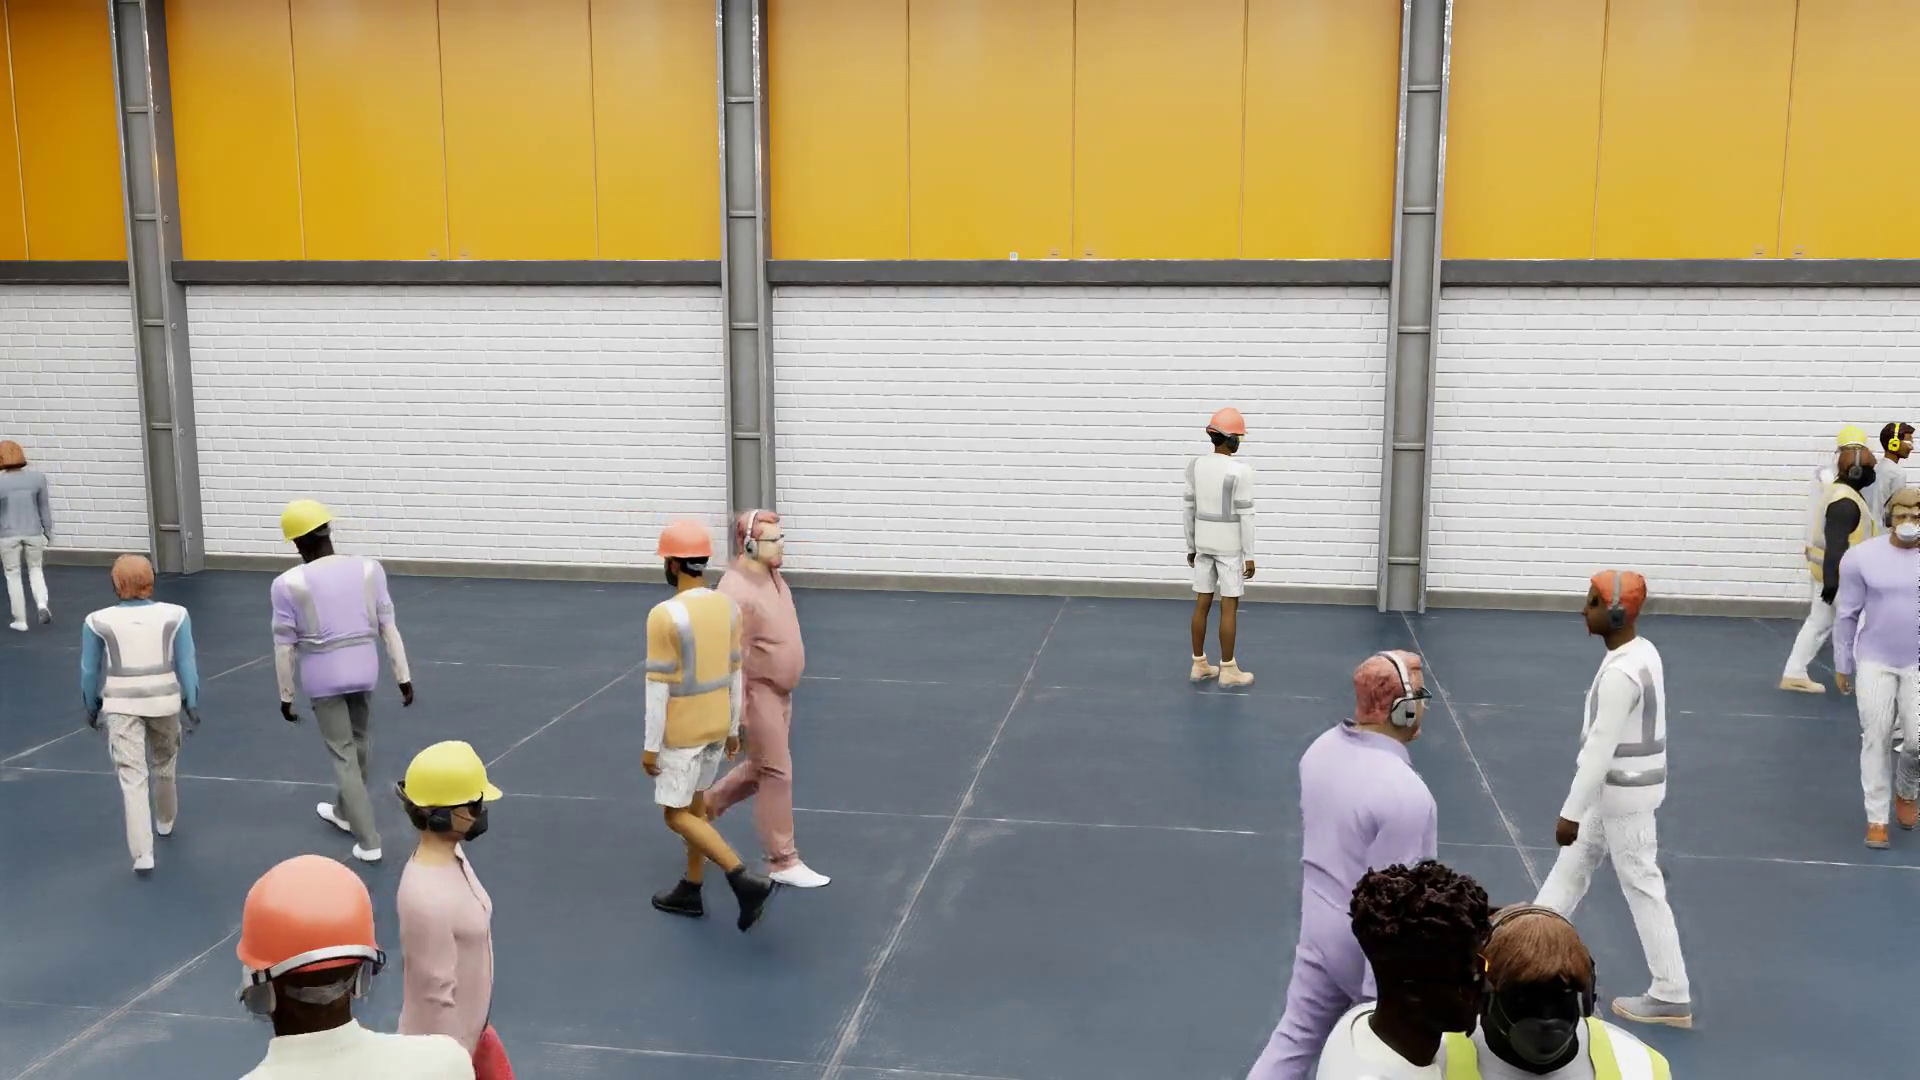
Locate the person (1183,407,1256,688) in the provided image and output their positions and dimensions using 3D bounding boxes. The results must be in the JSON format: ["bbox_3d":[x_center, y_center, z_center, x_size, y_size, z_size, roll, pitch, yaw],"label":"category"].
[{"bbox_3d":[1.922,0.051,12.175,0.382,2.041,0.616,-8,12,-42],"label":"person"}]

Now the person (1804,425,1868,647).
[{"bbox_3d":[7.059,-0.013,13.285,0.614,1.810,0.516,3,10,19],"label":"person"}]

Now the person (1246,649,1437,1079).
[{"bbox_3d":[1.233,1.263,5.291,0.990,1.862,0.660,-3,10,-16],"label":"person"}]

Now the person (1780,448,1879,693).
[{"bbox_3d":[6.295,0.251,11.715,0.874,1.798,0.651,4,10,25],"label":"person"}]

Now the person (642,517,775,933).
[{"bbox_3d":[-1.153,0.856,7.589,0.728,1.920,0.543,6,11,31],"label":"person"}]

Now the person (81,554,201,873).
[{"bbox_3d":[-4.213,0.863,8.565,0.532,1.589,0.896,-5,11,-29],"label":"person"}]

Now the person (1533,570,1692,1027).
[{"bbox_3d":[2.571,1.027,6.794,0.982,1.830,0.606,5,10,26],"label":"person"}]

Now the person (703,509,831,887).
[{"bbox_3d":[-1.048,0.772,8.229,0.787,1.884,0.650,2,9,12],"label":"person"}]

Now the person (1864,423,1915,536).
[{"bbox_3d":[7.188,0.017,12.942,0.336,1.864,0.521,0,9,0],"label":"person"}]

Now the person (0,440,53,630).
[{"bbox_3d":[-7.913,-0.034,13.989,0.517,1.616,0.394,-9,13,-44],"label":"person"}]

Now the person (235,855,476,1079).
[{"bbox_3d":[-1.167,1.557,3.101,0.475,1.970,0.634,9,13,44],"label":"person"}]

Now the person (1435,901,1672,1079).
[{"bbox_3d":[1.082,1.597,3.259,0.633,1.842,0.429,0,9,1],"label":"person"}]

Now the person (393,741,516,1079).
[{"bbox_3d":[-1.515,1.415,4.725,0.866,1.733,0.532,-2,9,-9],"label":"person"}]

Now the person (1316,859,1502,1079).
[{"bbox_3d":[0.819,1.551,3.158,0.367,1.966,0.603,2,9,9],"label":"person"}]

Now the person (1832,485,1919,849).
[{"bbox_3d":[4.937,0.664,8.749,0.651,1.927,0.473,6,11,32],"label":"person"}]

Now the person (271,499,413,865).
[{"bbox_3d":[-3.266,0.708,8.646,0.639,1.871,0.903,-9,13,-44],"label":"person"}]

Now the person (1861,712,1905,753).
[{"bbox_3d":[6.010,0.523,10.500,0.315,1.640,0.514,-1,9,-4],"label":"person"}]
